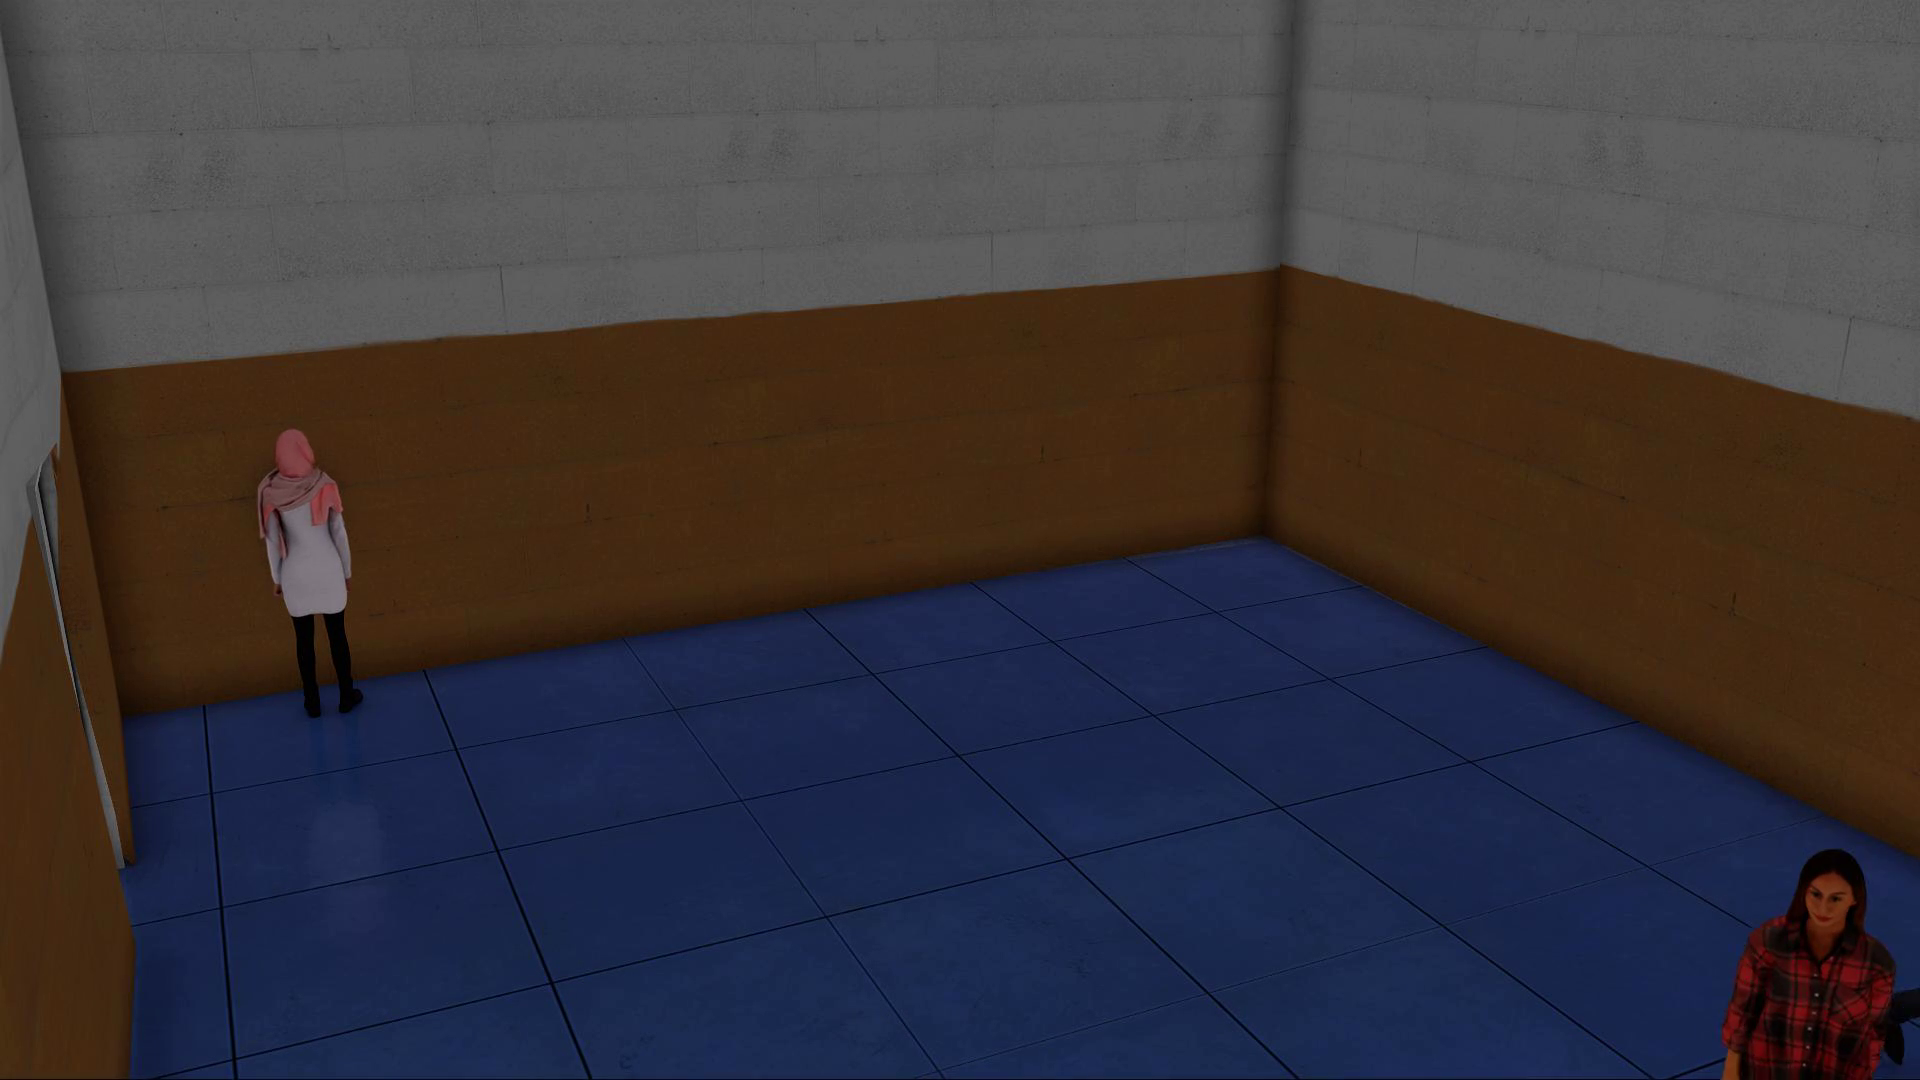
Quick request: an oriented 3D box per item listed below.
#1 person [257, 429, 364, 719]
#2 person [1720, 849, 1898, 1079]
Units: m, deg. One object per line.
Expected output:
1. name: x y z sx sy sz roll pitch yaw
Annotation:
1. person: -3.937 0.201 10.102 0.578 1.804 0.728 -5 19 -15
2. person: 2.836 1.777 5.605 0.752 1.691 0.791 10 21 28
